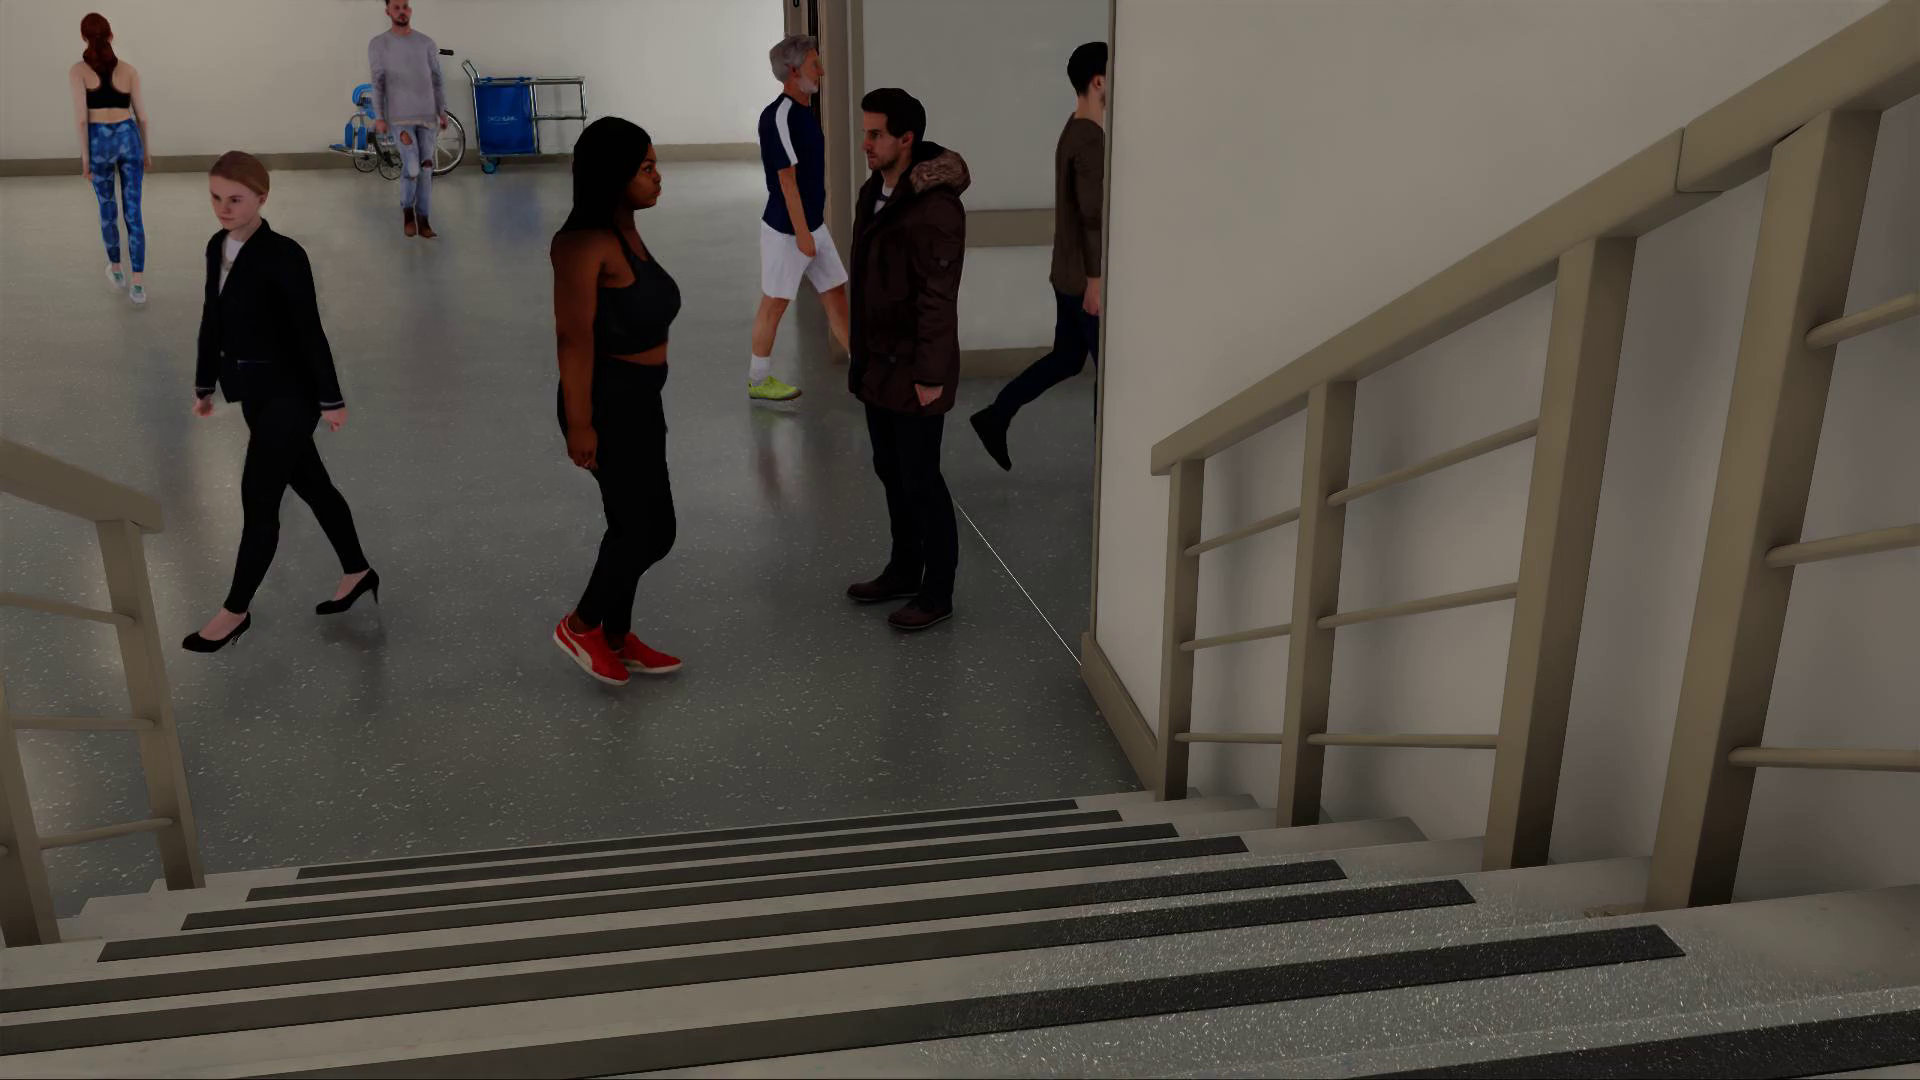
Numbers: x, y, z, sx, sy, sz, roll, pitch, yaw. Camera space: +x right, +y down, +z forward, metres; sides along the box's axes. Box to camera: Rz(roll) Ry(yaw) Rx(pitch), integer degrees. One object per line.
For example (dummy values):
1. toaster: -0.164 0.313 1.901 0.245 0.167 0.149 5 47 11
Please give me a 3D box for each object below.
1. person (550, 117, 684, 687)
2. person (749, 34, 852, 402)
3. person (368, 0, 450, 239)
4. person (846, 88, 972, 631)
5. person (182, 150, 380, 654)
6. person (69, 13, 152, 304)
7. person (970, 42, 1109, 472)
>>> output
1. person: -1.156 -0.393 5.196 0.857 1.806 0.730 1 21 4
2. person: -0.899 -1.552 8.257 0.987 1.805 1.107 5 21 12
3. person: -4.188 -3.221 12.627 0.777 1.831 0.780 -16 26 -36
4. person: -0.185 -0.616 5.732 0.890 1.843 0.728 -11 23 -27
5. person: -2.203 -0.457 5.592 1.043 1.645 1.072 18 27 39
6. person: -5.290 -2.361 10.468 0.839 1.751 1.121 -12 24 -29
7. person: 0.455 -1.122 7.036 0.751 1.866 1.024 -2 21 -6
